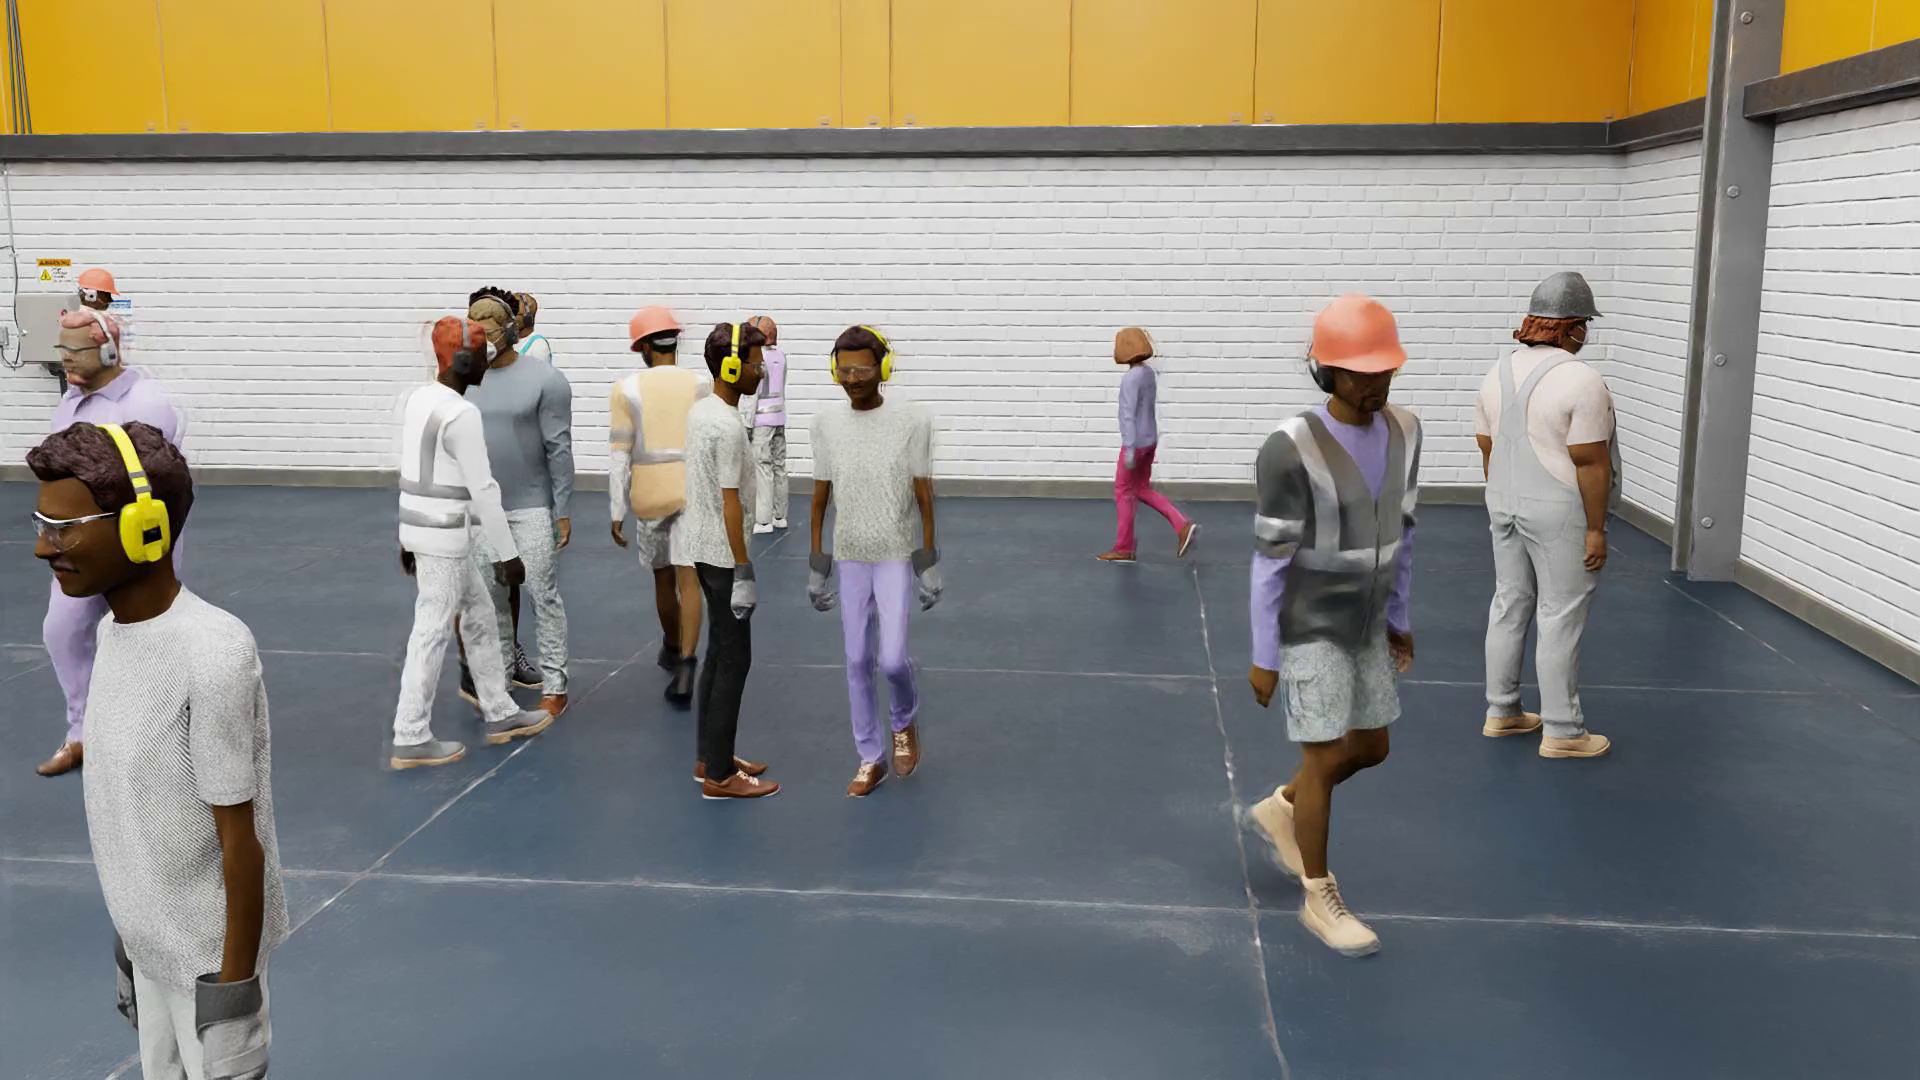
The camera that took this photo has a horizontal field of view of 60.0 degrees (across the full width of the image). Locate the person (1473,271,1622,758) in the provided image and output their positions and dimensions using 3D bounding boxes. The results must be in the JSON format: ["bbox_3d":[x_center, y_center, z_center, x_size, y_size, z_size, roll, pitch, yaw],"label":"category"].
[{"bbox_3d":[2.531,-0.115,7.068,0.538,2.000,0.684,-4,11,-23],"label":"person"}]

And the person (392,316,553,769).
[{"bbox_3d":[-2.005,0.007,6.888,0.843,1.850,0.601,-6,12,-32],"label":"person"}]

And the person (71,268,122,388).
[{"bbox_3d":[-6.617,-1.089,12.804,0.394,1.987,0.608,-4,11,-23],"label":"person"}]

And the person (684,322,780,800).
[{"bbox_3d":[-0.899,0.087,6.456,0.329,1.856,0.531,-4,11,-21],"label":"person"}]

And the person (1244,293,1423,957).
[{"bbox_3d":[1.107,0.247,5.122,0.660,2.016,0.726,-6,12,-33],"label":"person"}]

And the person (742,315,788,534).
[{"bbox_3d":[-1.461,-0.861,12.487,0.307,1.641,0.513,4,11,23],"label":"person"}]

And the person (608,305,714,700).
[{"bbox_3d":[-1.403,-0.188,8.008,0.559,1.868,0.988,-2,10,-12],"label":"person"}]

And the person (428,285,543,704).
[{"bbox_3d":[-2.207,-0.218,7.892,0.377,1.959,0.603,6,11,30],"label":"person"}]

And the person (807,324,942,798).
[{"bbox_3d":[-0.335,0.090,6.447,0.528,1.846,0.404,3,10,14],"label":"person"}]

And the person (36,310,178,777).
[{"bbox_3d":[-3.457,0.032,6.679,0.641,1.884,0.689,5,11,25],"label":"person"}]

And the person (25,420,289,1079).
[{"bbox_3d":[-1.305,0.724,2.794,0.510,1.861,0.324,9,13,42],"label":"person"}]

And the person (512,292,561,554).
[{"bbox_3d":[-2.988,-0.798,11.580,0.338,1.837,0.517,-6,11,-29],"label":"person"}]

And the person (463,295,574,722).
[{"bbox_3d":[-2.046,-0.134,7.515,0.635,1.928,0.381,1,10,7],"label":"person"}]

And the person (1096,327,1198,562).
[{"bbox_3d":[1.269,-0.629,11.250,0.621,1.612,0.502,5,11,27],"label":"person"}]
